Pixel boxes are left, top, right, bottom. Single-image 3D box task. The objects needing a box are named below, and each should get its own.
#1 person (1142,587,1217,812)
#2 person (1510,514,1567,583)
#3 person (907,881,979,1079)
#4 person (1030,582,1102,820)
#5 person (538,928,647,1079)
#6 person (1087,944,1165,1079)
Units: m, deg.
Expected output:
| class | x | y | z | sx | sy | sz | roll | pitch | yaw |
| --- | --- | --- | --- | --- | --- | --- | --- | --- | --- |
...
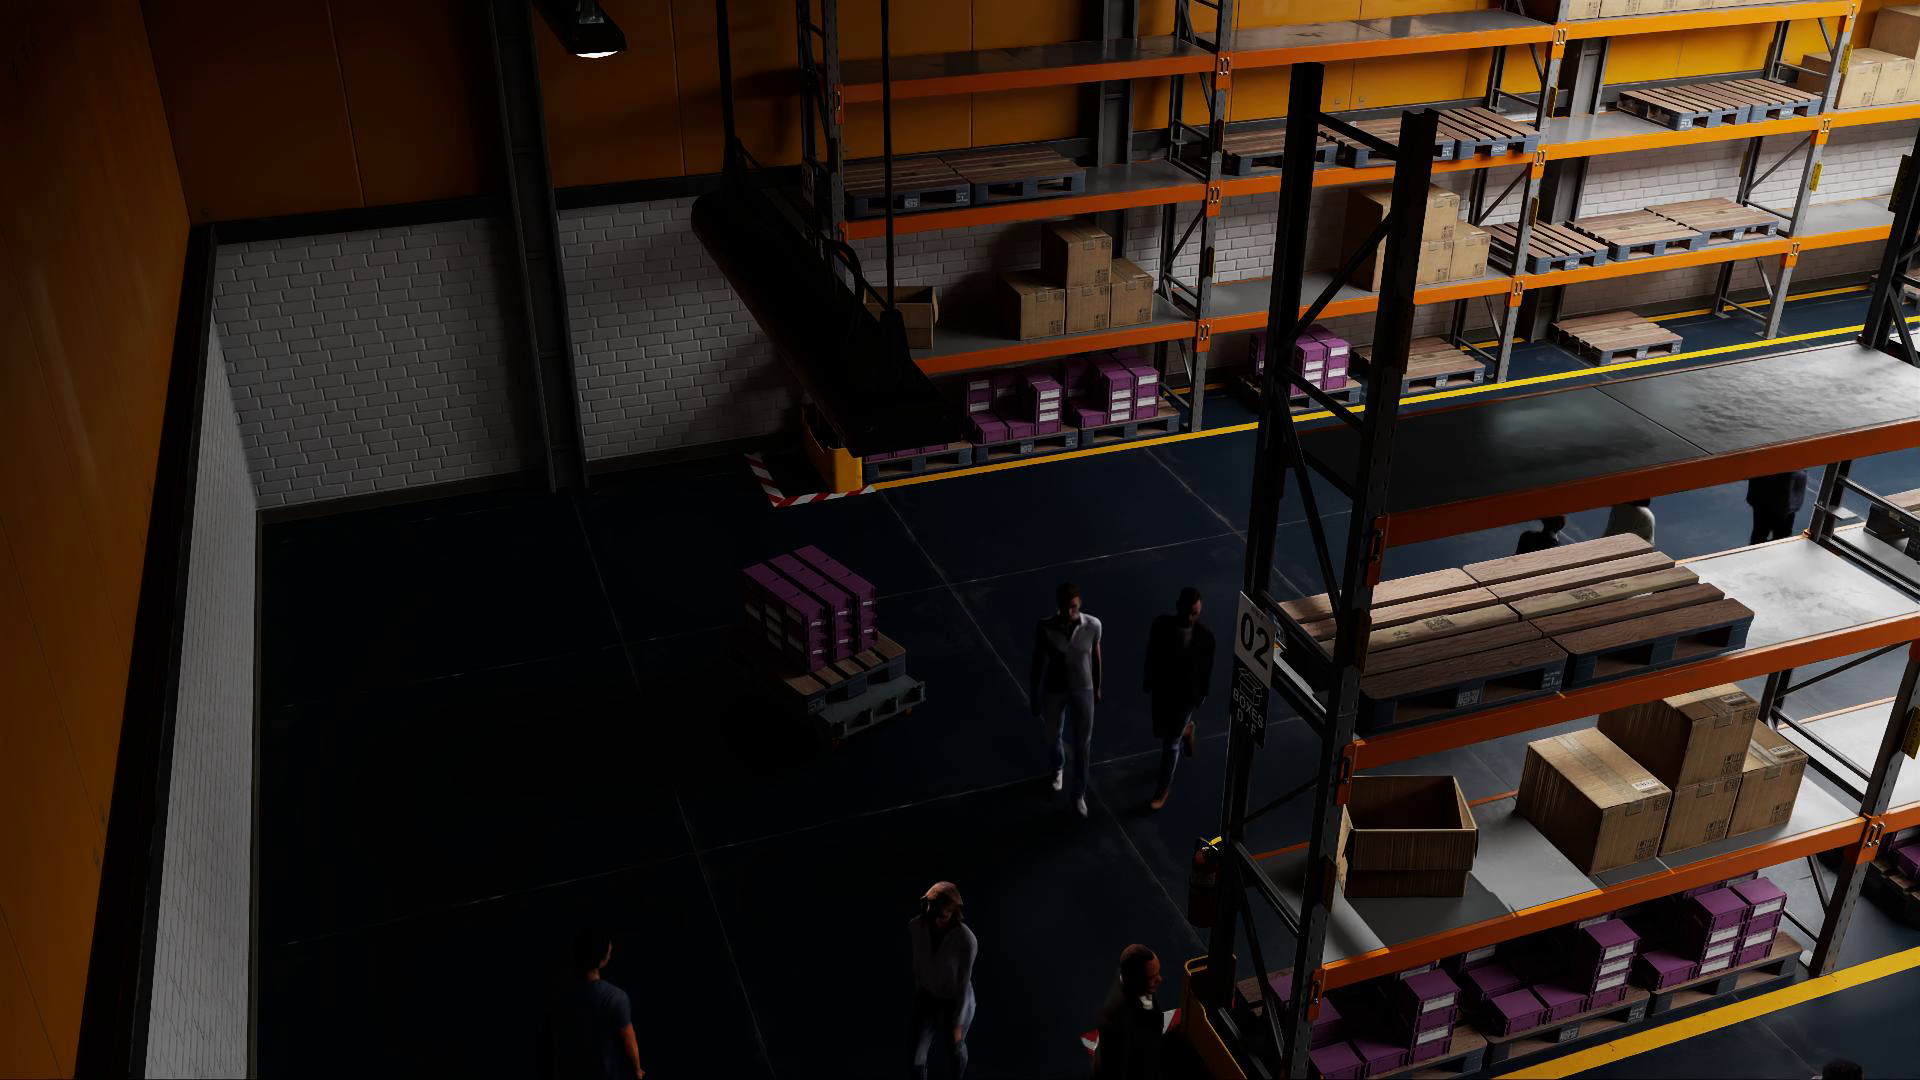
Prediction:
| class | x | y | z | sx | sy | sz | roll | pitch | yaw |
| --- | --- | --- | --- | --- | --- | --- | --- | --- | --- |
| person | 1.603 | 1.088 | 12.260 | 1.059 | 1.811 | 1.139 | 15 | 32 | 25 |
| person | 4.495 | 0.586 | 13.223 | 1.229 | 1.769 | 0.655 | -11 | 30 | -19 |
| person | -0.034 | 2.604 | 9.526 | 0.859 | 1.767 | 0.931 | 15 | 32 | 25 |
| person | 0.790 | 1.066 | 12.283 | 0.947 | 1.827 | 0.924 | 0 | 29 | 0 |
| person | -2.065 | 2.927 | 8.944 | 1.152 | 1.757 | 1.216 | 10 | 30 | 18 |
| person | 0.768 | 2.891 | 8.906 | 1.353 | 1.858 | 1.281 | 12 | 31 | 22 |
